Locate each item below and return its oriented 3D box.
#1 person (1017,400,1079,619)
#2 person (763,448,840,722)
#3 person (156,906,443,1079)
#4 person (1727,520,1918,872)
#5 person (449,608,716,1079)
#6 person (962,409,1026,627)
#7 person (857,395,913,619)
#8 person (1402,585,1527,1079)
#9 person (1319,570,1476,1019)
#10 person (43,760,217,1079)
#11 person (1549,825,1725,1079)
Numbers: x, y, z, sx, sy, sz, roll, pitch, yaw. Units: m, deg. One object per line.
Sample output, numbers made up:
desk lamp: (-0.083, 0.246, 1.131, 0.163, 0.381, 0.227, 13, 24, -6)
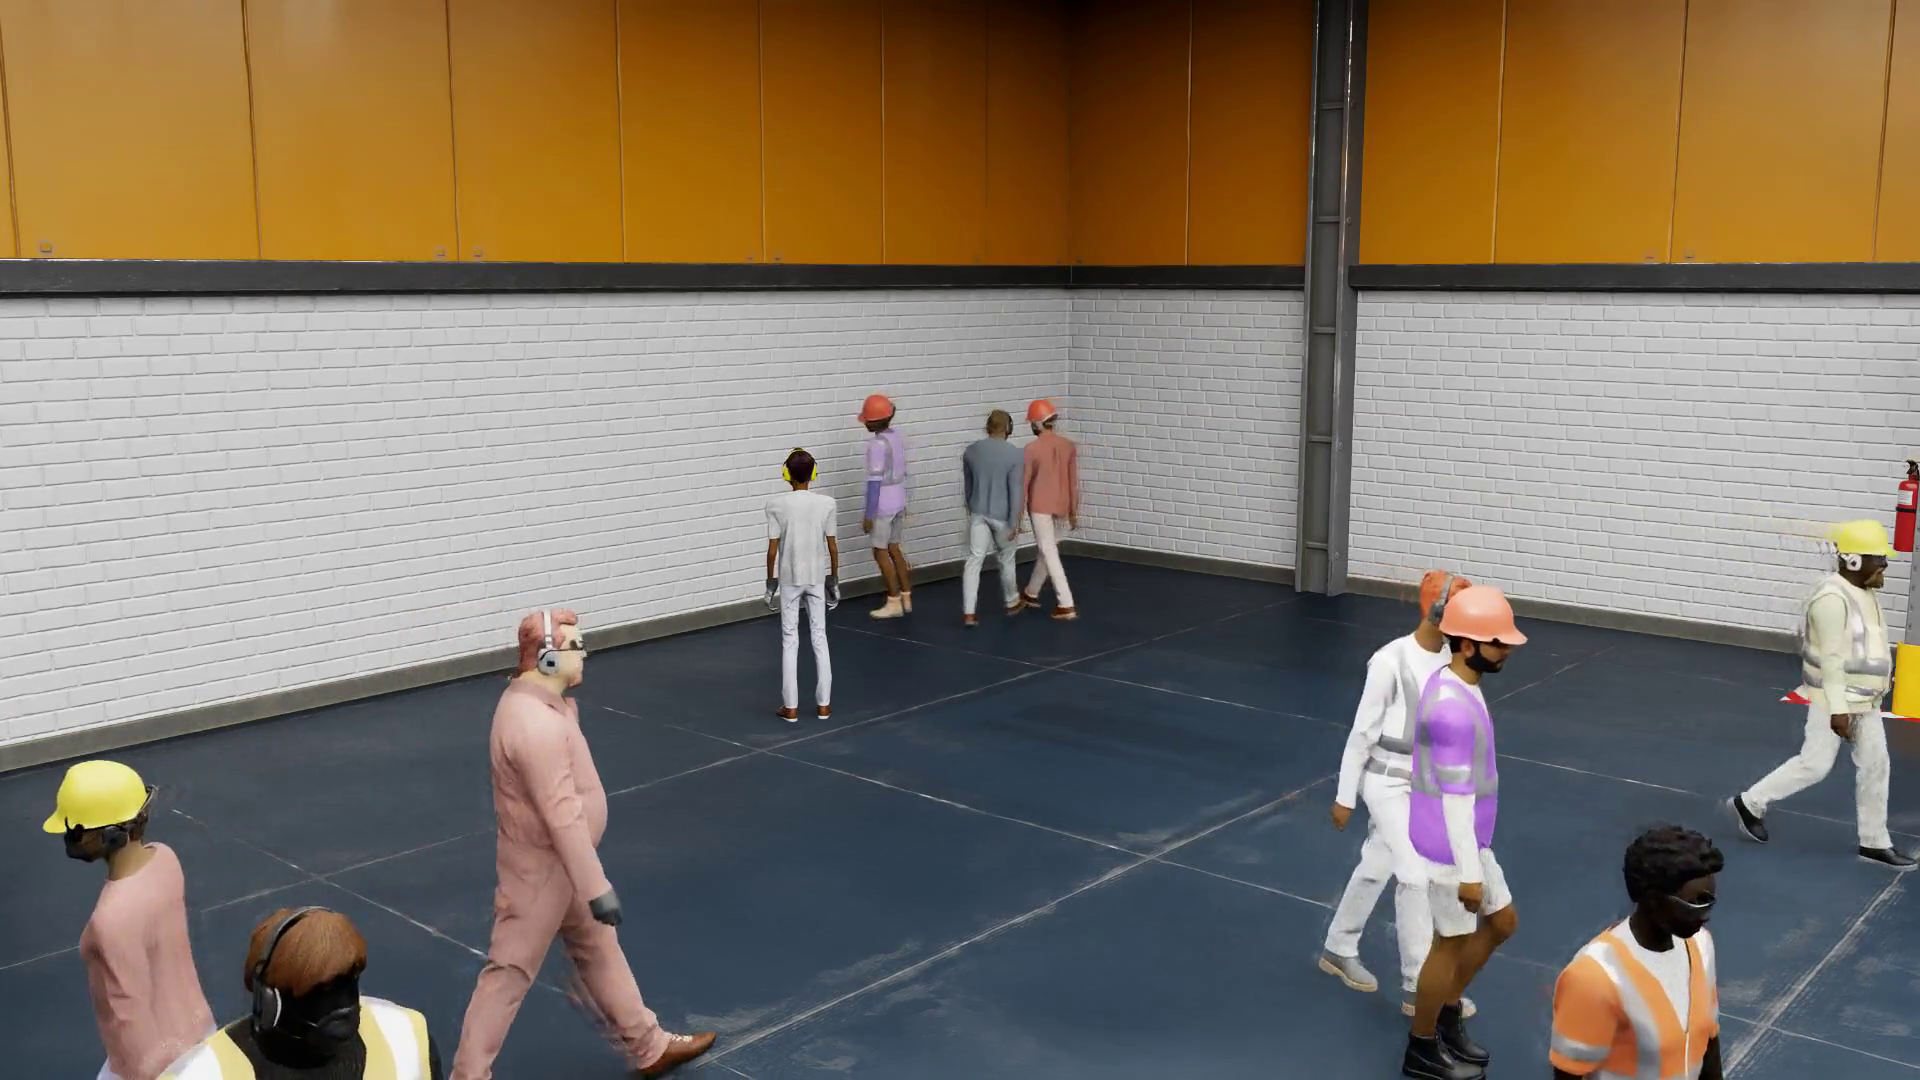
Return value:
person: (0.757, -0.280, 14.839, 0.622, 1.935, 1.044, -6, 11, -35)
person: (-1.082, 0.306, 11.340, 0.533, 1.866, 0.315, -3, 9, -16)
person: (-1.238, 1.613, 3.337, 0.933, 1.795, 0.652, 8, 12, 41)
person: (4.510, 0.776, 8.611, 0.590, 1.801, 0.840, -8, 12, -40)
person: (-1.414, 1.167, 5.979, 1.003, 1.854, 0.646, -2, 9, -11)
person: (0.279, -0.193, 14.502, 0.645, 1.877, 1.072, 4, 10, 25)
person: (-0.654, -0.295, 14.728, 0.383, 2.002, 0.754, 3, 9, 17)
person: (1.884, 1.106, 6.159, 0.474, 1.912, 0.572, 3, 10, 18)
person: (1.855, 1.030, 6.856, 0.880, 1.836, 0.599, 8, 12, 43)
person: (-2.296, 1.436, 4.739, 0.956, 1.712, 0.528, 0, 9, -2)
person: (1.735, 1.527, 4.249, 0.544, 1.671, 0.436, -7, 11, -38)
